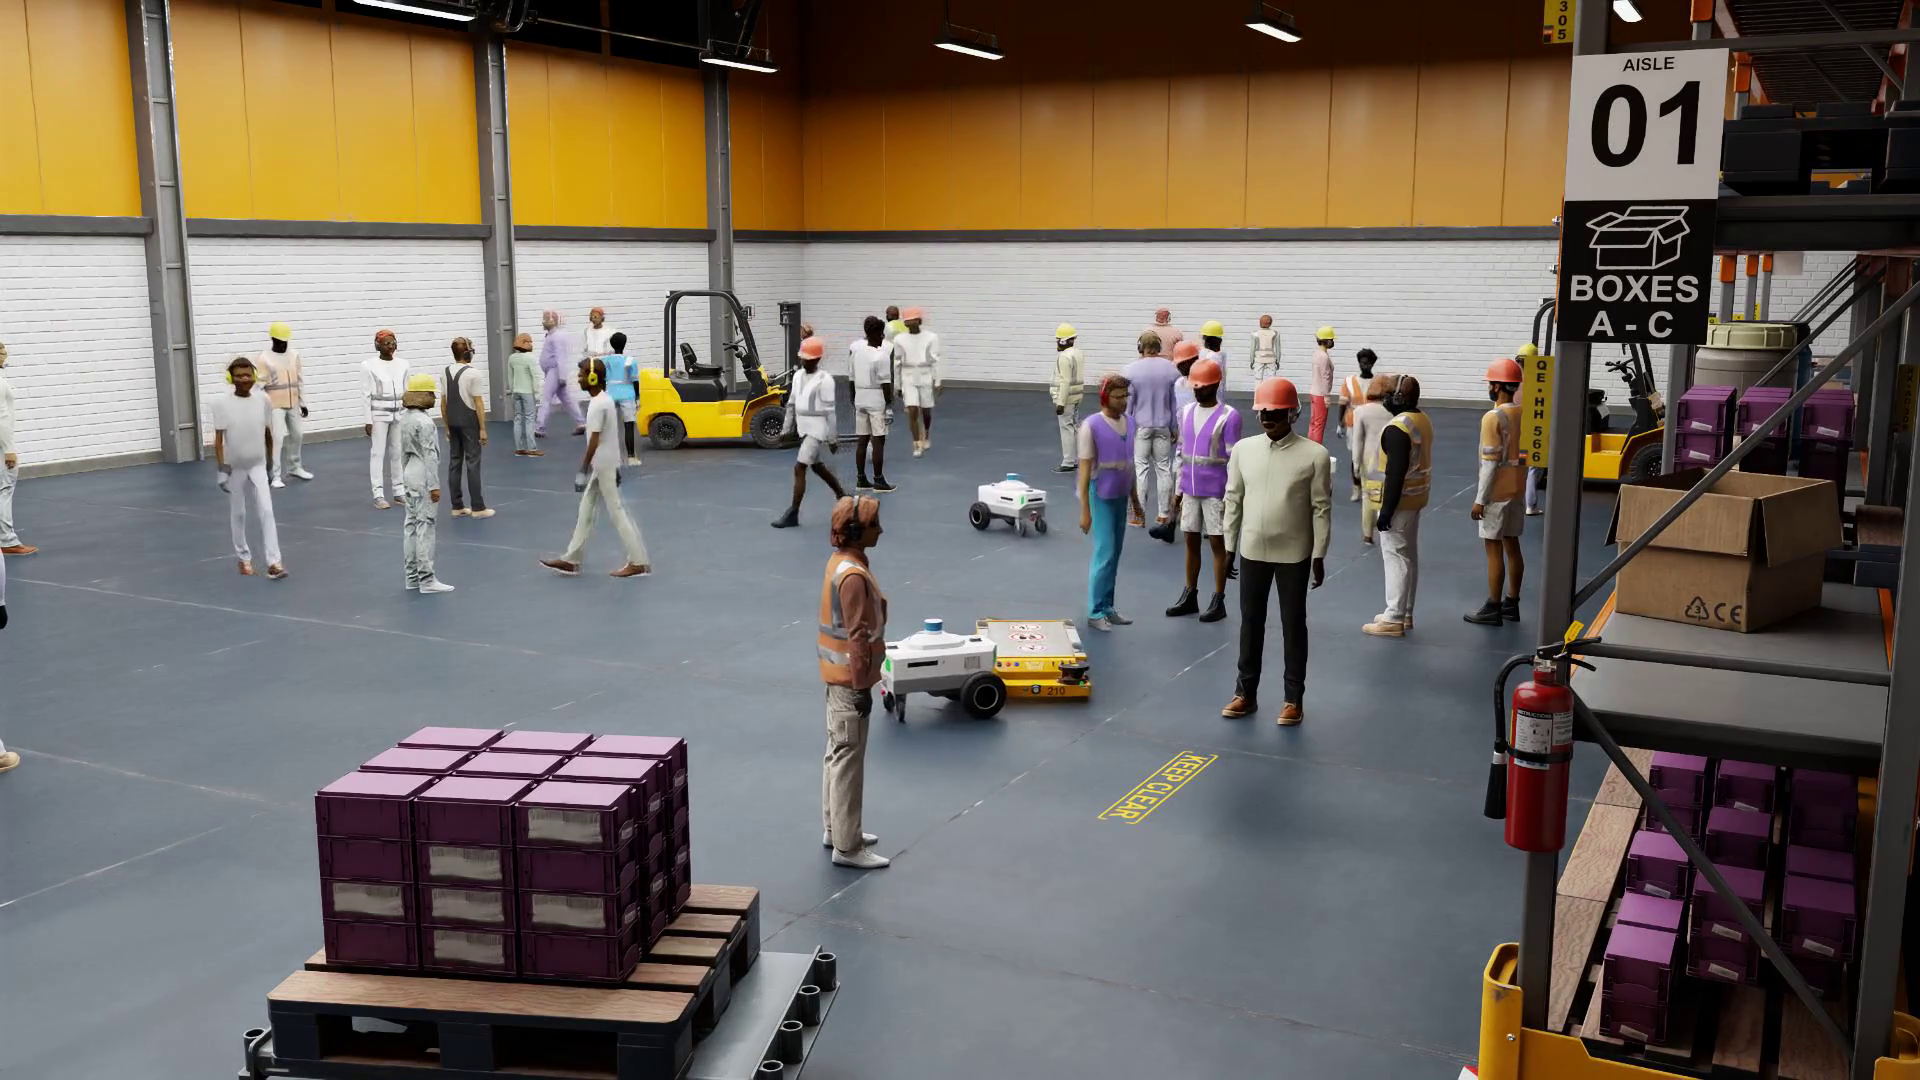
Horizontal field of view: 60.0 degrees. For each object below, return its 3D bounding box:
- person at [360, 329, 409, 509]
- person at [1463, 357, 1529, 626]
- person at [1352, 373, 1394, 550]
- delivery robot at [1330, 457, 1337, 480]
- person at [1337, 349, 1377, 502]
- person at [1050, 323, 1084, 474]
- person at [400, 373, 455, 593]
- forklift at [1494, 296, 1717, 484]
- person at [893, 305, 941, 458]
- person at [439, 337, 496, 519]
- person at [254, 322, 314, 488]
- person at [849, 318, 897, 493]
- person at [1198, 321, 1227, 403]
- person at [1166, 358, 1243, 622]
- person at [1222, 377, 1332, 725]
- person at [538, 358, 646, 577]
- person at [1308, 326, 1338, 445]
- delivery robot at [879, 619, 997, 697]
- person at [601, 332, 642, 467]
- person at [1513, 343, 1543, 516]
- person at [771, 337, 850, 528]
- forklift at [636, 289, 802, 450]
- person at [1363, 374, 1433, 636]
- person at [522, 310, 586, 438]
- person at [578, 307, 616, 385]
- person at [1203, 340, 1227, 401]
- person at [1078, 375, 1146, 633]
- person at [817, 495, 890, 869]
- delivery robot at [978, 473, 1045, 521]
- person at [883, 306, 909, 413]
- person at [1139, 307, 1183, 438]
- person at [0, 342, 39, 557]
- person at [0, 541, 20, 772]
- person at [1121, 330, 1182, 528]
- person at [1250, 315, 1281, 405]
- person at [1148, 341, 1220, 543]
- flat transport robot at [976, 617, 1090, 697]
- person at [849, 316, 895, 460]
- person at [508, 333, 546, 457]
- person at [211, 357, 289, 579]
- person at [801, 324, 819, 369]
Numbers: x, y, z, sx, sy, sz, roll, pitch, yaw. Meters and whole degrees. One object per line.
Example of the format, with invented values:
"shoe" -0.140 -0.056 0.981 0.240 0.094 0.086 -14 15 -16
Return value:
"person" -6.046 -1.280 17.596 0.354 1.883 0.572 8 13 40
"person" 3.898 -0.347 12.032 0.543 1.940 0.361 -8 12 -37
"person" 3.806 -0.708 15.081 0.503 1.610 0.742 2 10 10
"delivery robot" 3.815 -0.810 18.449 0.707 0.478 0.477 -4 11 -22
"person" 4.287 -1.195 17.719 0.547 1.663 0.750 4 10 21
"person" 1.296 -1.720 20.289 0.403 1.830 0.600 4 10 21
"person" -4.260 -0.453 13.223 0.322 1.740 0.490 -8 13 -40
"forklift" 7.296 -1.677 18.993 2.313 2.155 1.214 5 11 27
"person" -0.560 -2.110 22.056 0.646 2.010 0.799 0 10 2
"person" -5.014 -1.132 16.847 0.506 1.846 0.351 4 11 24
"person" -7.846 -1.573 19.273 0.579 1.896 0.808 5 11 28
"person" -0.978 -1.514 18.707 0.613 1.963 0.361 9 13 42
"person" 2.813 -1.512 18.813 0.380 1.924 0.593 -4 11 -21
"person" 1.781 -0.367 12.167 0.543 1.933 0.369 10 14 44
"person" 1.792 0.063 9.497 0.623 1.992 0.396 6 11 29
"person" -3.055 -0.582 13.724 0.936 1.826 0.539 -2 10 -10
"person" 4.586 -1.815 21.030 0.315 1.769 0.523 0 10 -2
"delivery robot" -0.156 0.703 9.685 0.707 0.478 0.477 -4 11 -20
"person" -4.261 -1.760 20.905 0.540 1.700 0.316 2 10 11
"person" 5.775 -1.132 17.077 0.526 1.769 0.330 7 12 35
"person" -1.411 -1.080 16.453 0.997 1.886 0.573 -7 12 -36
"forklift" -3.358 -2.392 23.136 2.313 2.155 1.214 -1 10 -5
"person" 3.082 -0.247 11.737 0.429 1.844 0.625 6 11 29
"person" -5.914 -2.427 24.333 1.005 1.861 0.662 -3 10 -15
"person" -5.522 -2.615 25.391 0.582 1.867 0.478 2 10 12
"person" 3.473 -2.122 23.255 0.503 1.616 0.605 9 13 43
"person" 1.070 -0.258 11.861 0.484 1.823 0.561 8 13 39
"person" -0.471 0.614 7.334 0.312 1.639 0.520 -2 10 -11
"delivery robot" 0.500 -0.399 16.066 0.477 0.478 0.707 -8 13 -38
"person" -1.089 -3.047 28.075 0.923 1.813 0.628 7 12 35
"person" 2.935 -2.432 24.199 0.653 1.906 0.405 2 10 12
"person" -8.534 -0.816 14.754 0.628 1.940 0.373 9 13 41
"person" -5.175 0.318 8.468 0.627 1.844 0.429 -1 10 -8
"person" 1.856 -1.079 16.292 0.627 1.934 0.372 -2 10 -14
"person" 5.191 -3.007 28.309 0.516 1.636 0.314 2 10 9
"person" 2.136 -0.902 15.426 0.568 1.863 1.003 9 13 42
"flat transport robot" 0.444 0.730 10.622 0.652 0.197 1.431 0 10 -1
"person" -1.143 -1.975 21.628 0.596 1.886 0.790 -1 10 -8
"person" -5.756 -1.918 22.014 0.501 1.632 0.286 6 11 31
"person" -5.840 -0.574 13.661 0.504 1.827 0.931 -7 12 -35
"person" -2.295 -2.413 24.866 0.323 1.639 0.521 -9 13 -43
